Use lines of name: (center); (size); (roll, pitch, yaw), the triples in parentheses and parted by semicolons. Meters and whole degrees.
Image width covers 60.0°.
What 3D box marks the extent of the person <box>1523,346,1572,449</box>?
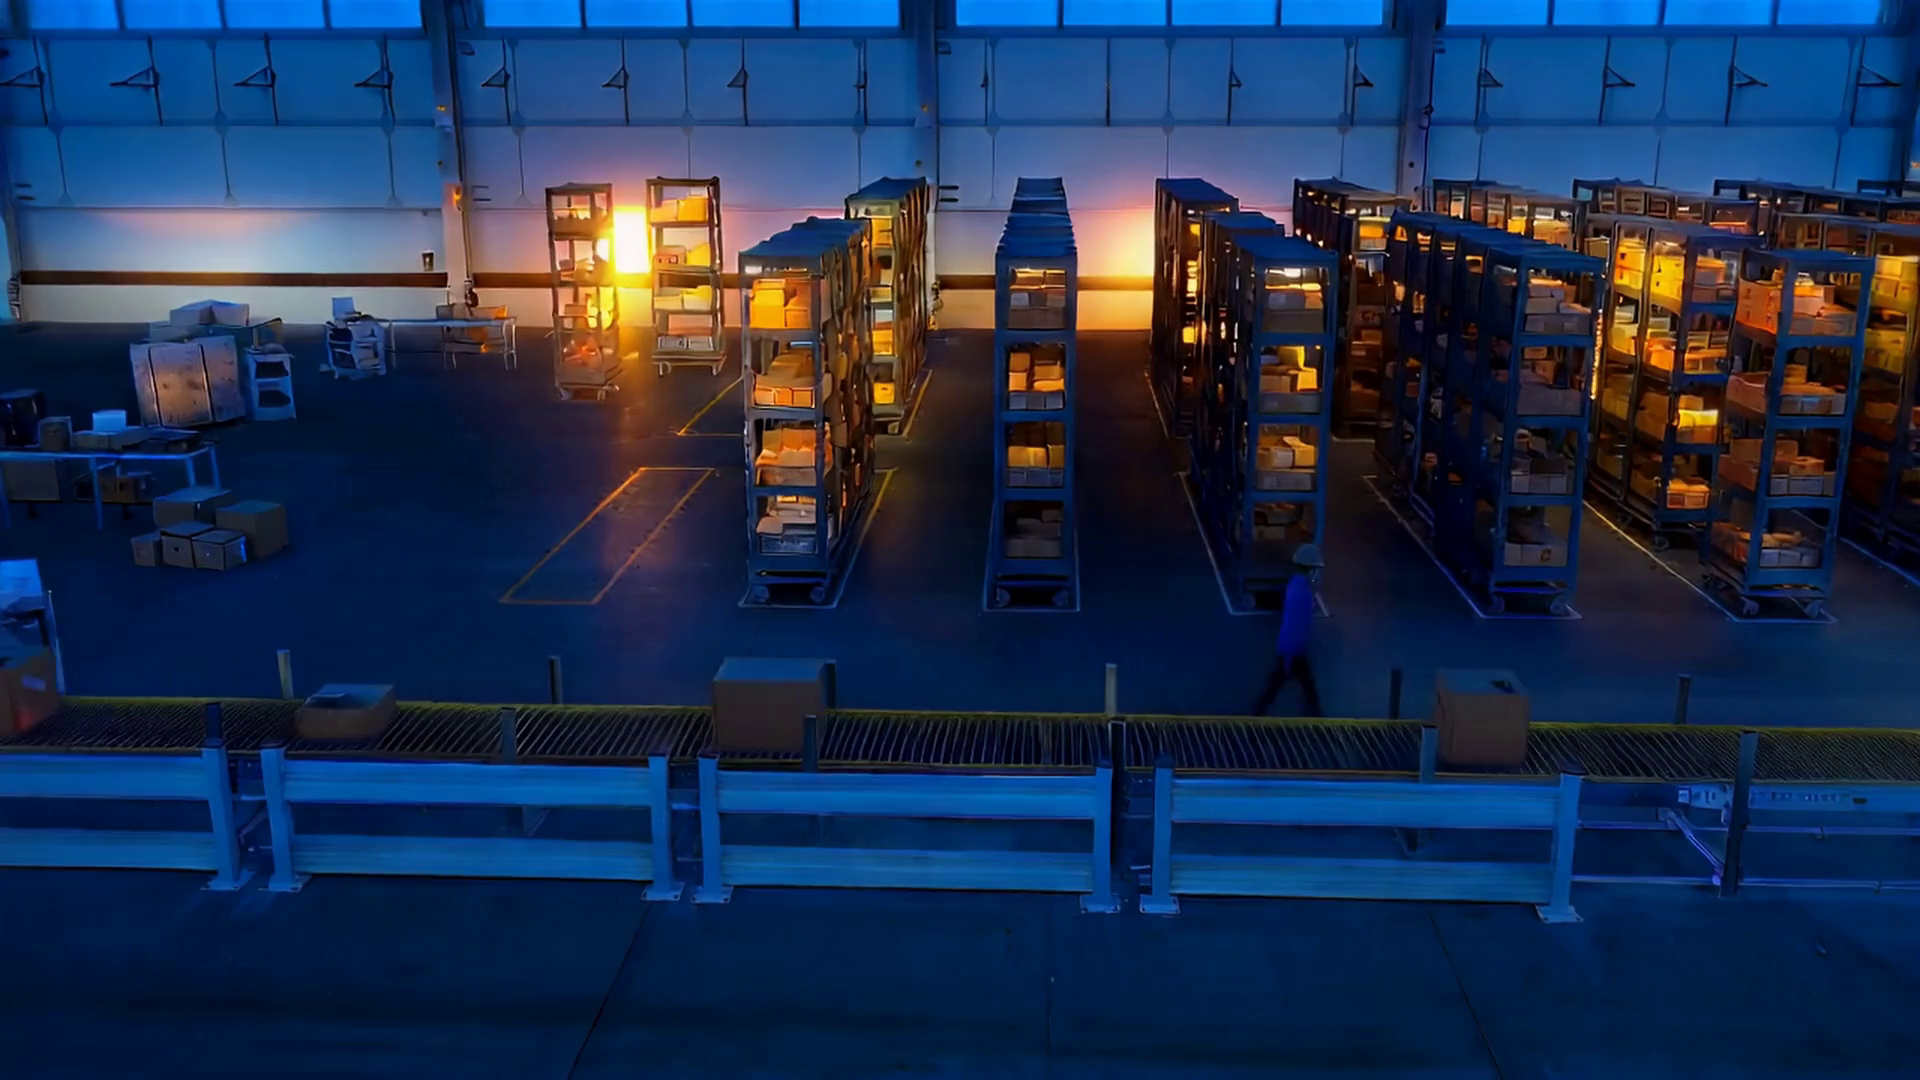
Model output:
person: (8.638, -2.274, 24.271); (0.892, 1.965, 0.609); (-5, 16, -17)

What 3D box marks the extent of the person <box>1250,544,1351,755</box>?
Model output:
person: (2.687, 0.859, 13.091); (0.925, 1.710, 0.549); (3, 15, 9)
